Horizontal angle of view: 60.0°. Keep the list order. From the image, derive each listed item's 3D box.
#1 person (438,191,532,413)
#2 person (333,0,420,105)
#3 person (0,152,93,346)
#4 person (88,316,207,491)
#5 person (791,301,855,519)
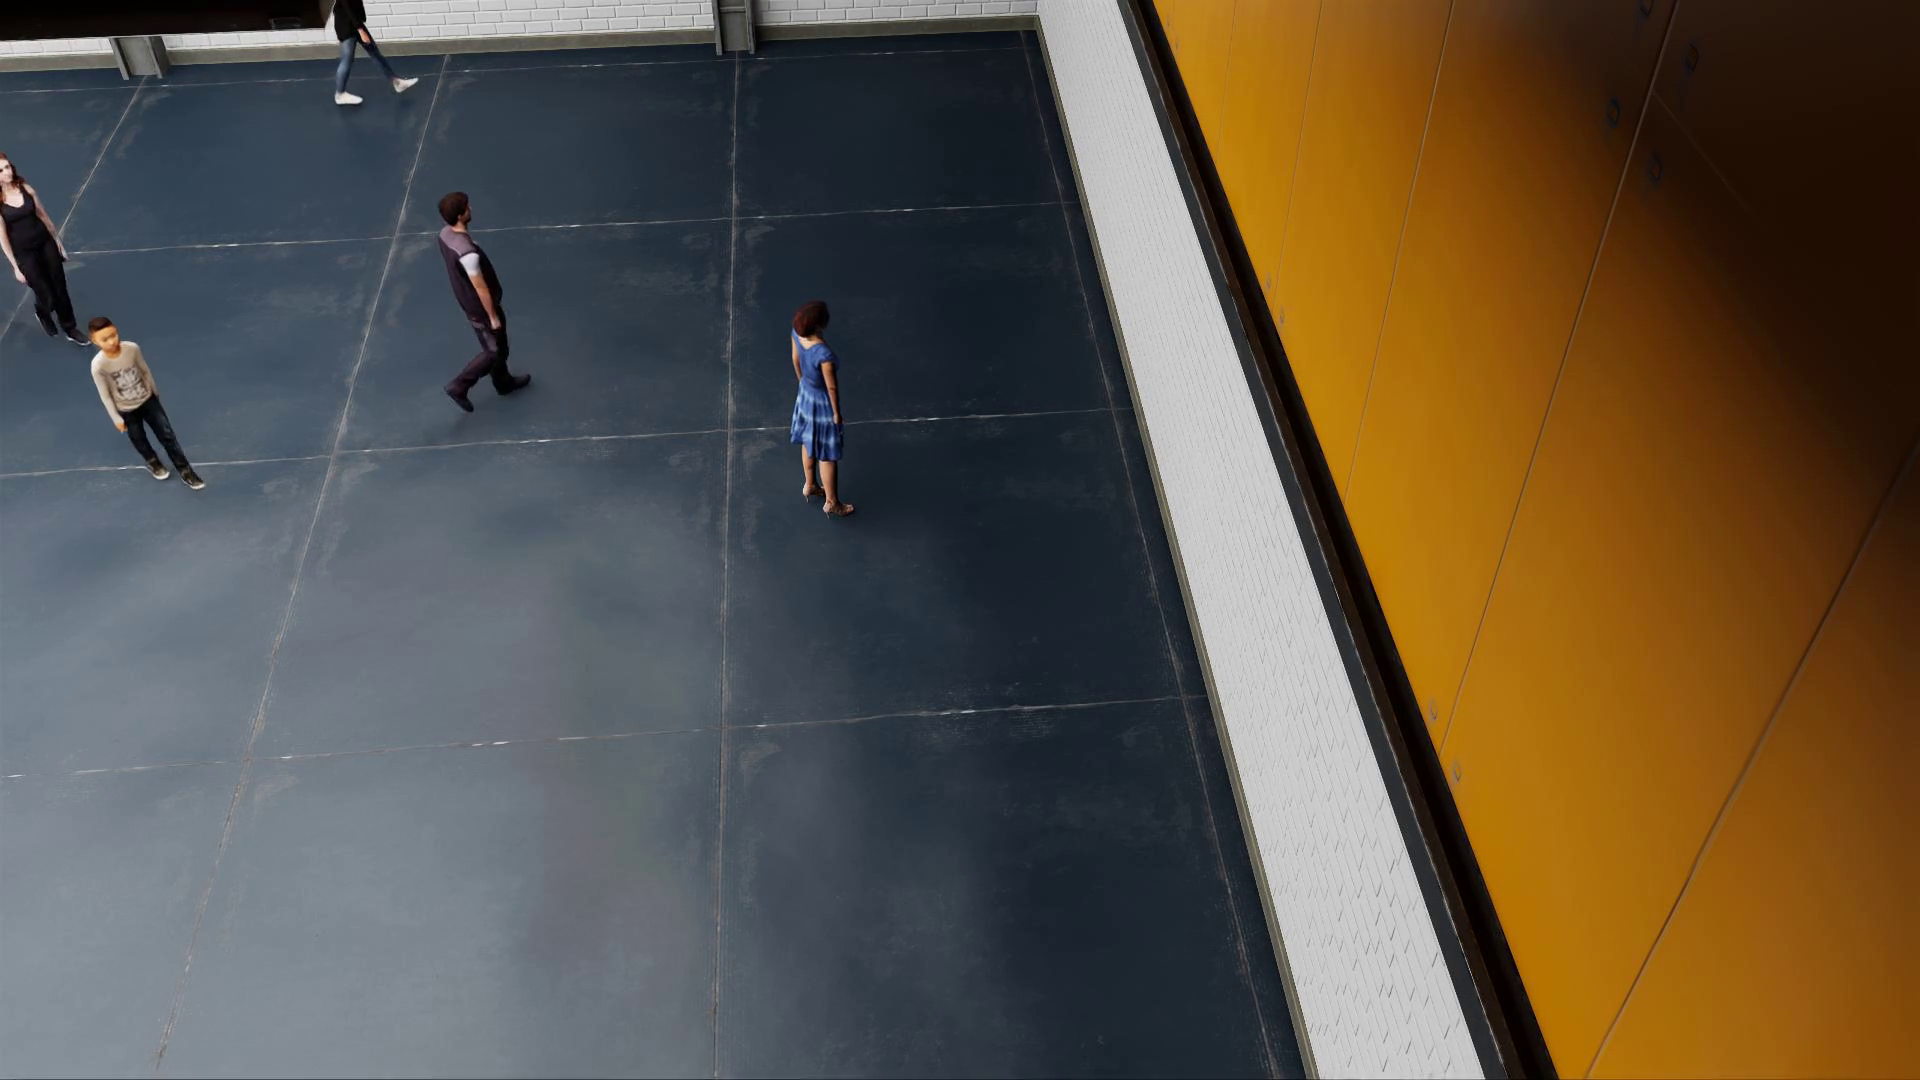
[{"bbox_3d":[-3.688,-1.744,12.485,1.057,1.833,0.915,-24,49,-23],"label":"person"},{"bbox_3d":[-5.939,-4.927,15.991,1.059,1.605,0.652,-7,44,-7],"label":"person"},{"bbox_3d":[-7.375,-2.304,13.140,0.851,1.741,0.779,22,48,22],"label":"person"},{"bbox_3d":[-5.998,-1.019,12.007,0.921,1.443,0.865,31,52,29],"label":"person"},{"bbox_3d":[-0.975,-0.921,11.641,0.767,1.805,0.756,-29,51,-27],"label":"person"}]
